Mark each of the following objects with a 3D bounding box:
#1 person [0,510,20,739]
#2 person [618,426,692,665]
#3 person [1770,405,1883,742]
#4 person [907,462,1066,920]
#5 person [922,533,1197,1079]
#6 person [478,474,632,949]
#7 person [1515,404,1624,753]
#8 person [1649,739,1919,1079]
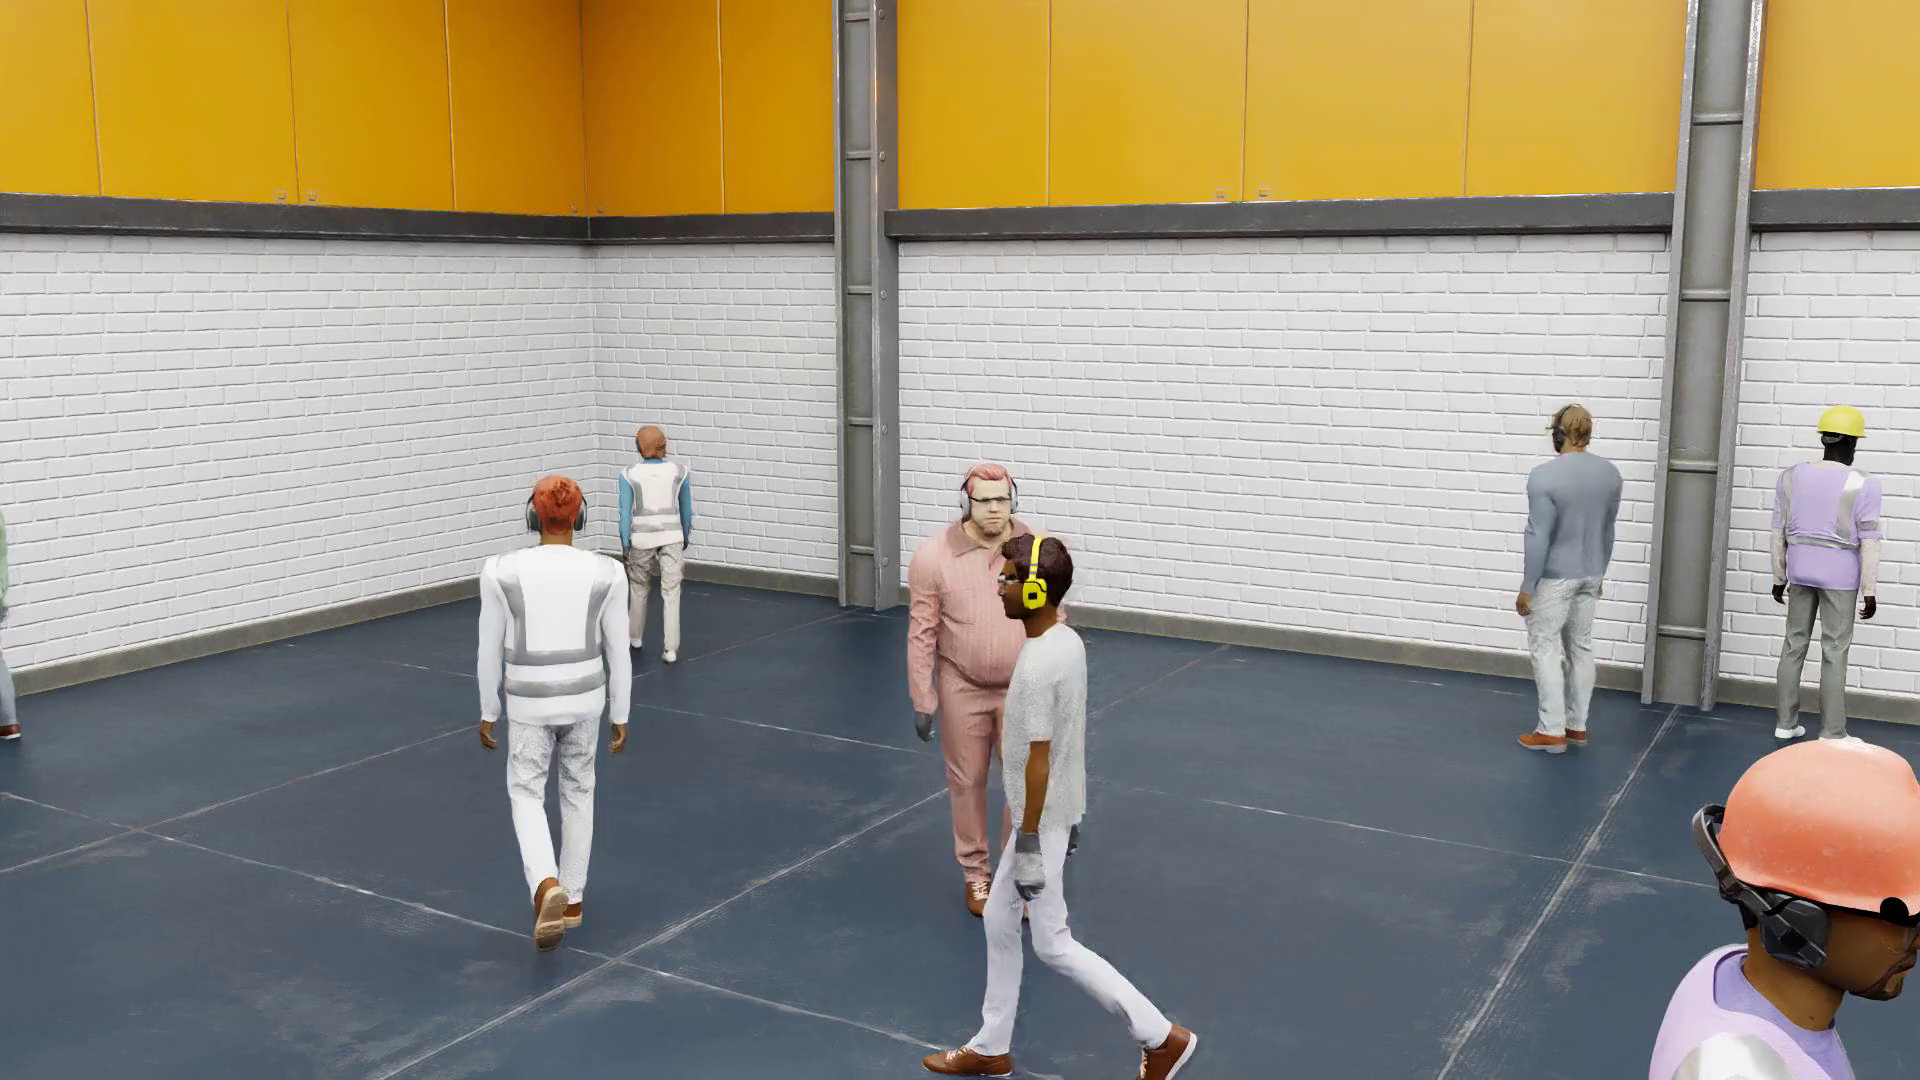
[{"bbox_3d":[-5.499,0.359,9.250,0.286,1.633,0.504,1,9,8],"label":"person"},{"bbox_3d":[-2.104,0.018,11.467,0.527,1.605,0.810,-3,10,-19],"label":"person"},{"bbox_3d":[4.840,0.206,9.295,0.386,1.922,0.594,-6,11,-34],"label":"person"},{"bbox_3d":[0.125,0.628,6.759,0.679,1.888,0.536,-1,9,-7],"label":"person"},{"bbox_3d":[0.320,0.890,5.298,0.841,1.847,0.521,2,9,11],"label":"person"},{"bbox_3d":[-1.585,0.676,6.552,0.600,1.869,0.681,-3,10,-18],"label":"person"},{"bbox_3d":[3.361,0.218,9.224,0.652,1.932,0.375,-4,10,-24],"label":"person"},{"bbox_3d":[1.124,1.265,2.319,0.391,2.040,0.615,4,10,24],"label":"person"}]
